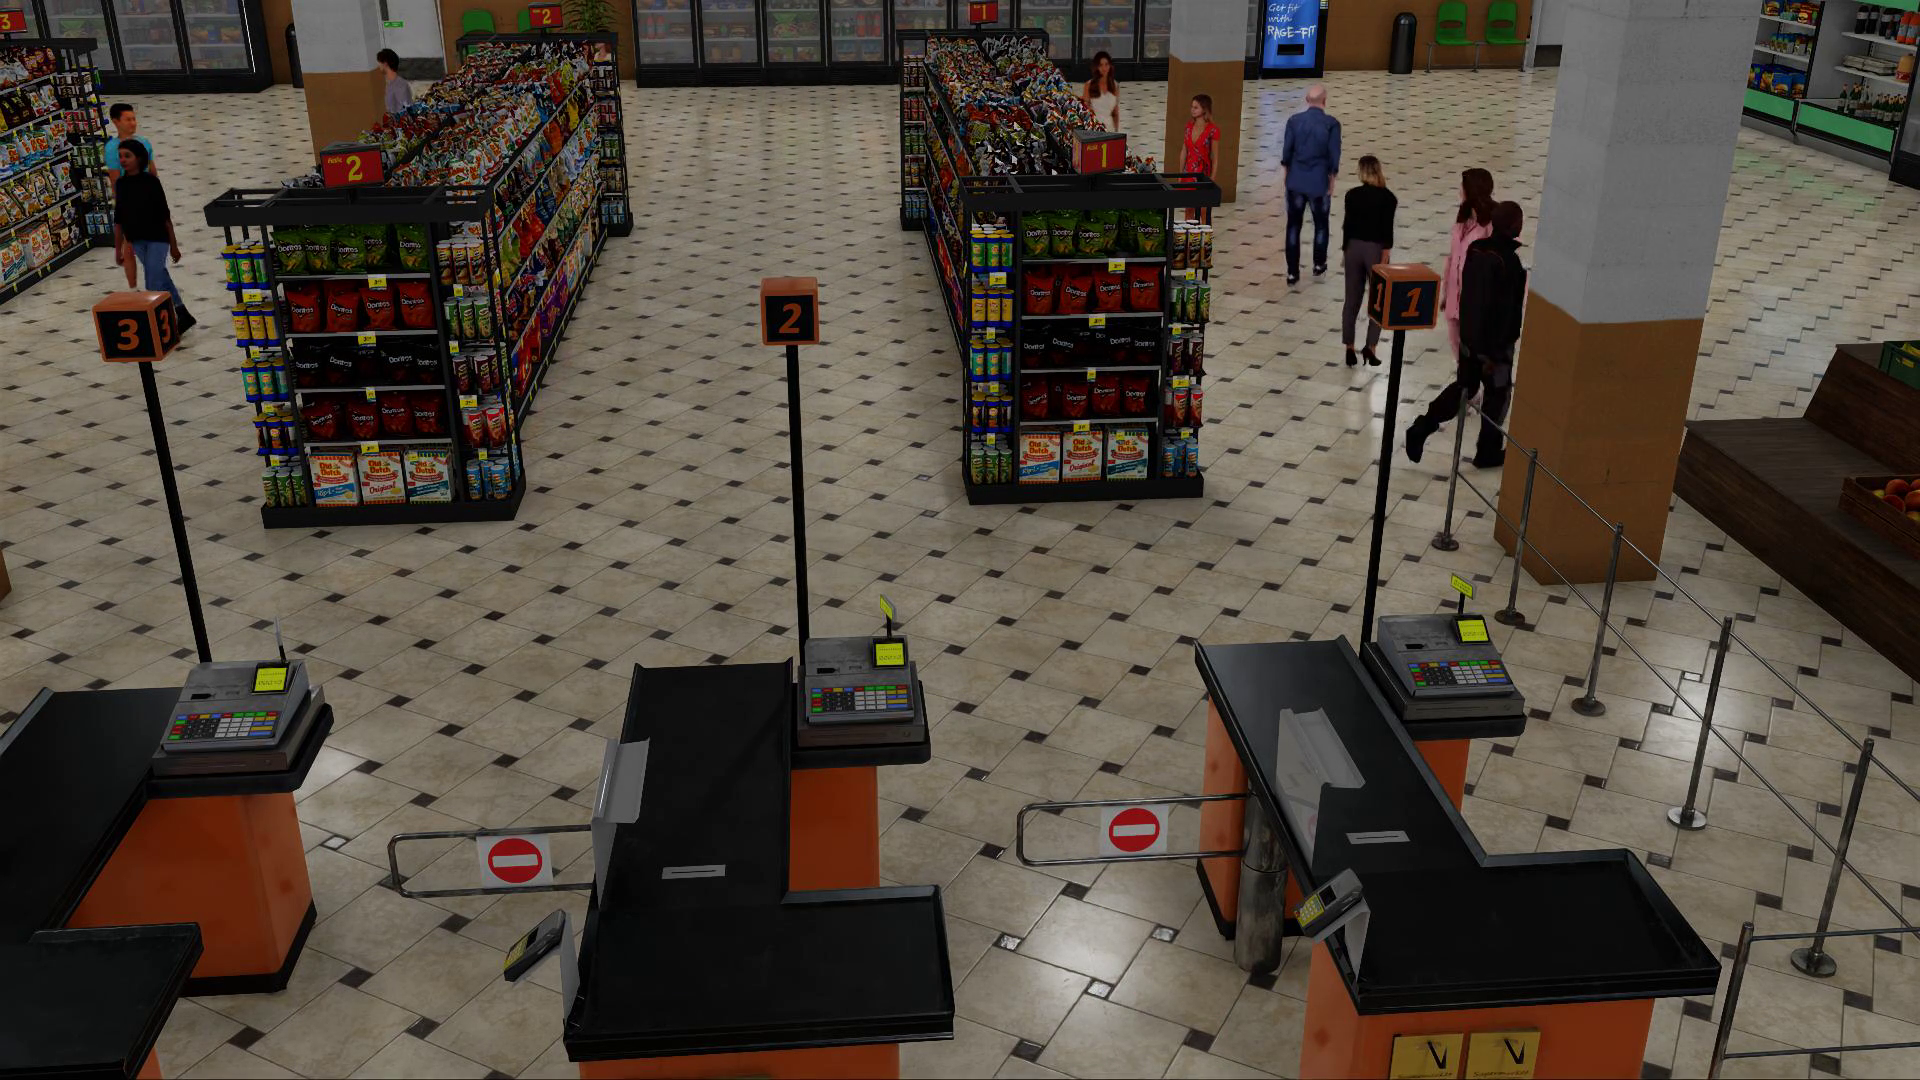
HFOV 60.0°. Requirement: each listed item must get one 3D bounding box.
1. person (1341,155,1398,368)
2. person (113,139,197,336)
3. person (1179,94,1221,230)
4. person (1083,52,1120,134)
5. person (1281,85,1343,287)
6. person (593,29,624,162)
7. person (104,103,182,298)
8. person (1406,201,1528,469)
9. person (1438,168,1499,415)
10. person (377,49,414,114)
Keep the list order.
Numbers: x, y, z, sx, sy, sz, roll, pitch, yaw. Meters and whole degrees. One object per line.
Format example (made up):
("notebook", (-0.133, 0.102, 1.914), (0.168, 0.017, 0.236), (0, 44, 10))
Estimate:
("person", (3.159, -2.137, 12.987), (0.808, 1.637, 0.755), (-19, 30, -37))
("person", (-6.565, -2.405, 13.575), (0.753, 1.658, 1.200), (3, 24, 6))
("person", (2.349, -3.565, 16.309), (0.659, 1.592, 0.722), (19, 30, 37))
("person", (1.465, -4.337, 17.876), (0.759, 1.749, 1.057), (-9, 25, -19))
("person", (3.175, -3.221, 15.259), (0.931, 1.803, 1.050), (8, 25, 17))
("person", (-4.289, -5.342, 20.245), (0.767, 1.692, 0.679), (-20, 31, -38))
("person", (-7.307, -2.966, 14.719), (0.764, 1.768, 0.654), (11, 26, 24))
("person", (3.363, -1.312, 10.898), (0.959, 1.801, 1.082), (-9, 25, -21))
("person", (3.673, -1.719, 11.873), (0.844, 1.765, 0.675), (-16, 28, -33))
("person", (-5.784, -4.235, 17.557), (1.018, 1.818, 1.062), (-15, 28, -31))
